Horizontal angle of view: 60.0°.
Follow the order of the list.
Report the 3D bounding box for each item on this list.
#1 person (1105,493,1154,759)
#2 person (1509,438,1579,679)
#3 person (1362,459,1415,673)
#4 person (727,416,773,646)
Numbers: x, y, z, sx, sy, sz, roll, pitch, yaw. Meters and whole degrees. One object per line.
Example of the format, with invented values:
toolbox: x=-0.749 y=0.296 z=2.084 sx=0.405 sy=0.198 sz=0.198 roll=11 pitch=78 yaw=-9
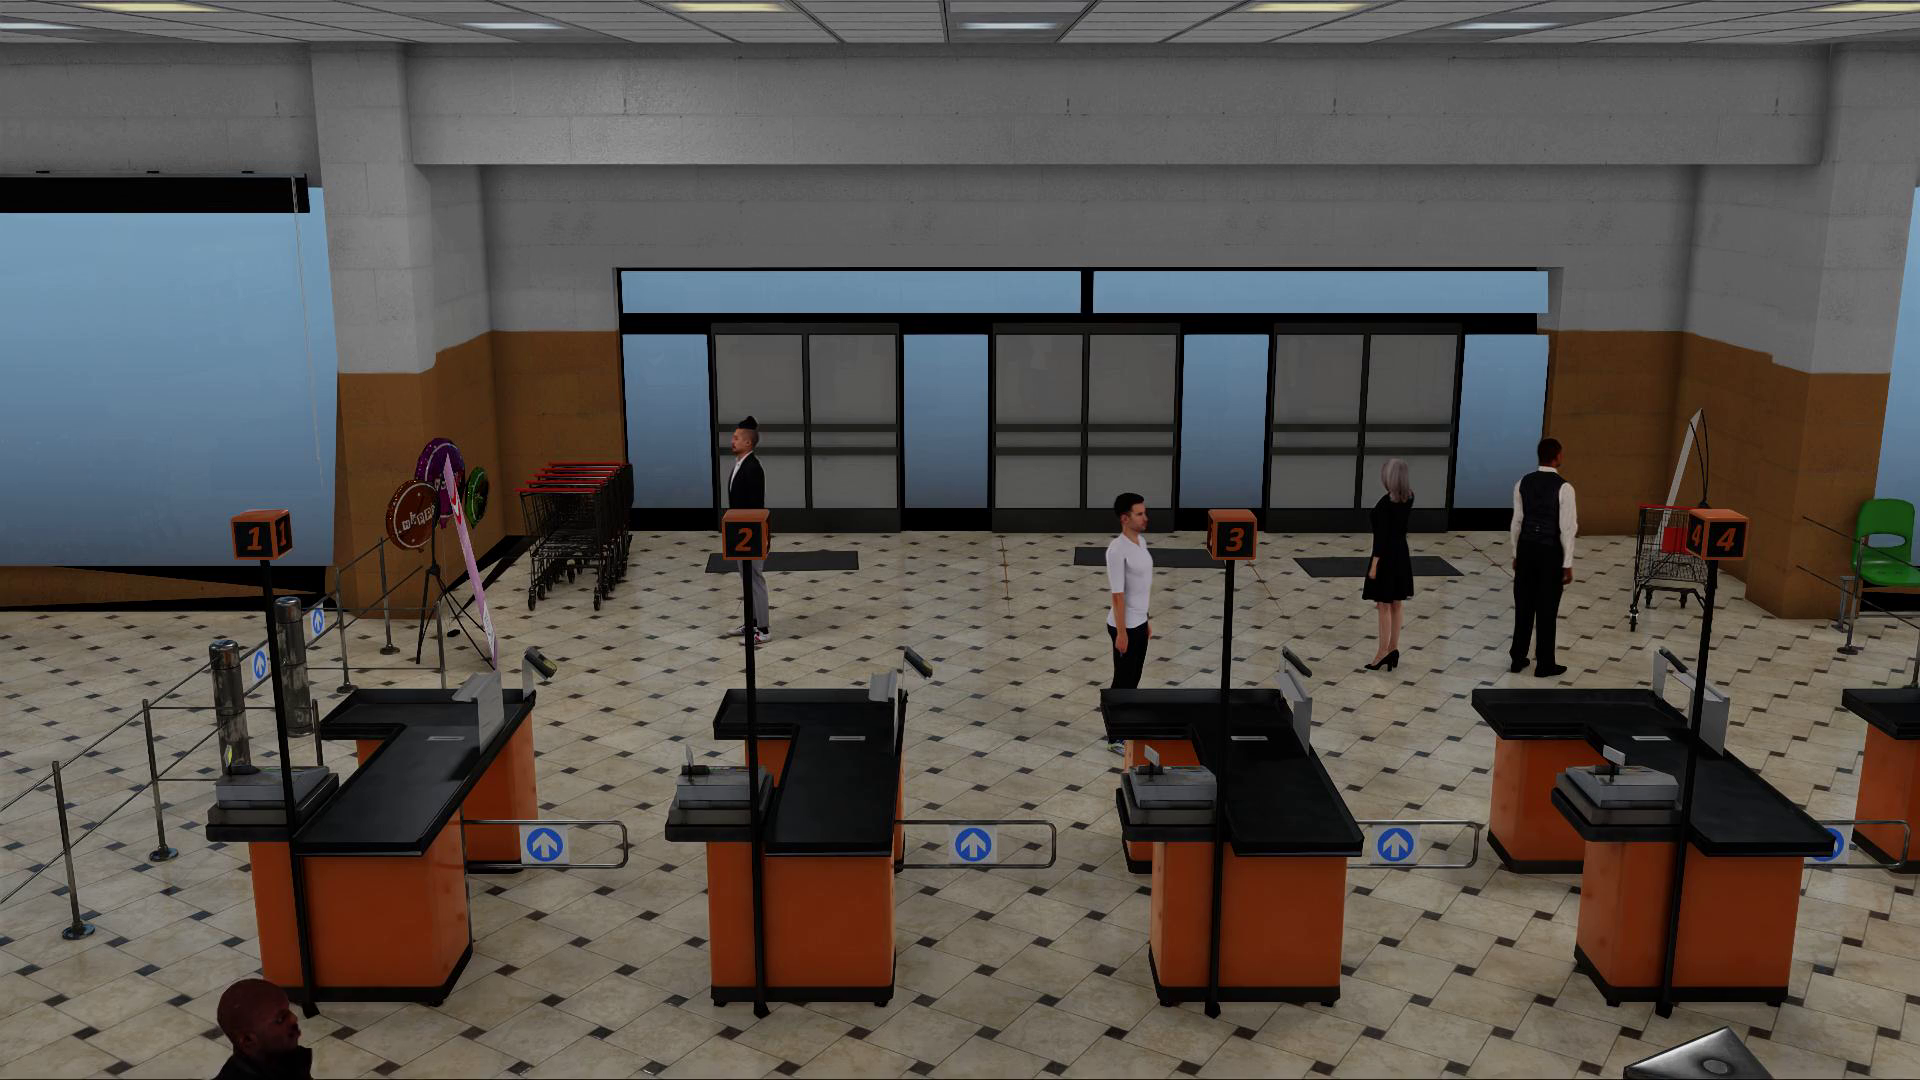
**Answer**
person: x=1.179 y=0.574 z=11.646 sx=0.809 sy=1.852 sz=0.676 roll=7 pitch=15 yaw=27
person: x=4.652 y=0.132 z=13.327 sx=0.835 sy=1.918 sz=0.762 roll=-12 pitch=18 yaw=-40
person: x=3.464 y=0.194 z=13.437 sx=0.693 sy=1.747 sz=0.753 roll=-13 pitch=19 yaw=-43
person: x=-1.793 y=-0.089 z=14.174 sx=0.852 sy=1.950 sz=0.684 roll=-6 pitch=15 yaw=-23
